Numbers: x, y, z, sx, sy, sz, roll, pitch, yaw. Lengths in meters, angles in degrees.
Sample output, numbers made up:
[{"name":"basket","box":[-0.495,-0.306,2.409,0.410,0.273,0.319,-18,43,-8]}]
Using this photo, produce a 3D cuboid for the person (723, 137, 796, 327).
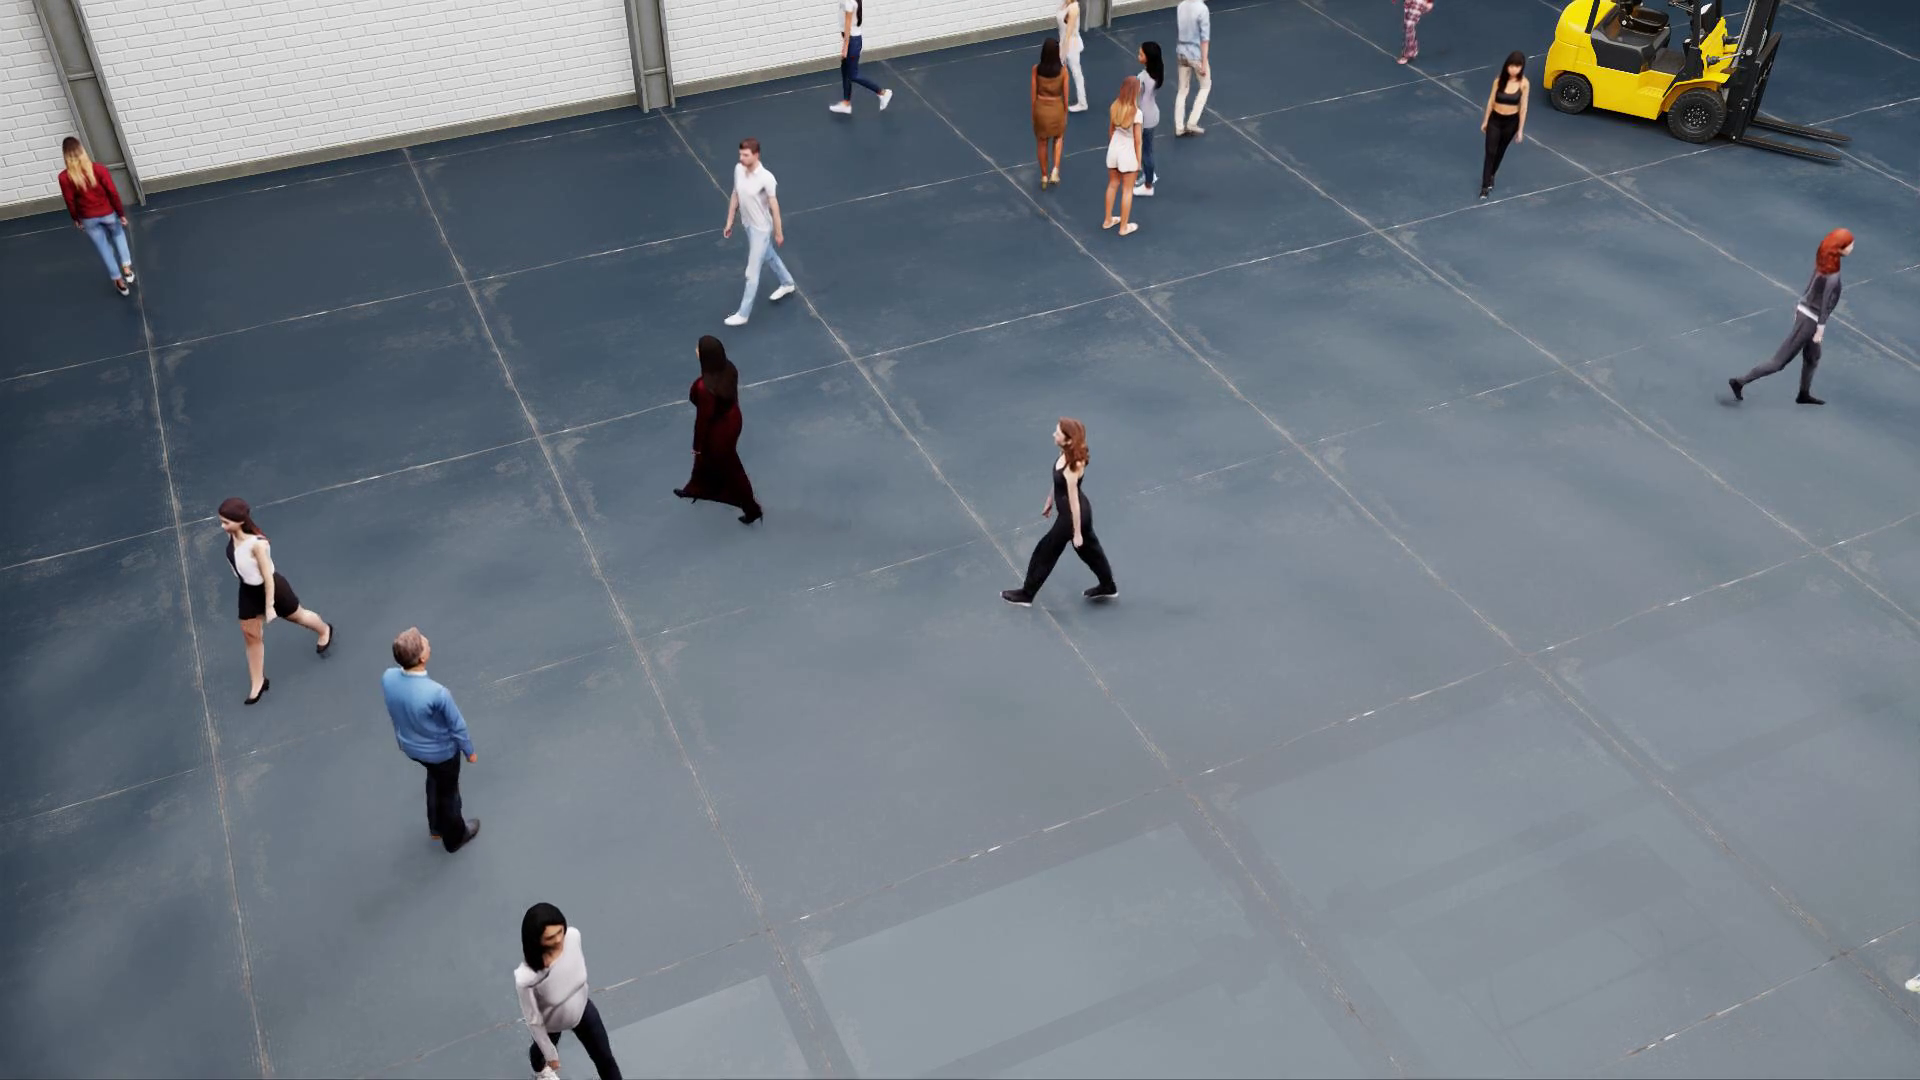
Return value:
[{"name":"person","box":[-1.864,-2.994,15.854,1.290,1.799,0.928,-31,48,-33]}]

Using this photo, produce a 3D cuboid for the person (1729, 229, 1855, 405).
[{"name":"person","box":[7.328,-1.904,14.528,1.188,1.751,1.011,6,39,8]}]

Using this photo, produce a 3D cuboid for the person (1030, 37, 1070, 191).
[{"name":"person","box":[0.946,-4.541,17.889,0.654,1.677,0.733,4,39,4]}]

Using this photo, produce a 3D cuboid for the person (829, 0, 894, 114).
[{"name":"person","box":[-1.167,-5.770,19.363,1.073,1.758,0.831,0,39,0]}]

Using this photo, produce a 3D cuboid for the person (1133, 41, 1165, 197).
[{"name":"person","box":[2.090,-4.479,17.773,0.740,1.724,0.719,3,39,3]}]

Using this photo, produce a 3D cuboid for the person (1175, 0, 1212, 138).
[{"name":"person","box":[2.558,-5.472,18.939,0.741,1.821,0.795,-23,44,-26]}]

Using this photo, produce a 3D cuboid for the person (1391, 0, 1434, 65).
[{"name":"person","box":[5.732,-6.795,20.698,0.687,1.694,0.707,-23,44,-26]}]

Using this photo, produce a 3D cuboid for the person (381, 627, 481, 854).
[{"name":"person","box":[-3.376,1.324,10.444,0.780,1.803,0.823,16,41,19]}]

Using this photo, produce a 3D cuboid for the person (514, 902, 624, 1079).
[{"name":"person","box":[-2.236,2.540,9.040,1.015,1.654,1.135,27,46,30]}]

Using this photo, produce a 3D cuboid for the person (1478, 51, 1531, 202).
[{"name":"person","box":[5.850,-4.502,17.893,1.031,1.611,1.053,10,40,13]}]

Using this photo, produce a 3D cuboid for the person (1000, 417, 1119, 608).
[{"name":"person","box":[0.924,-0.170,12.403,1.219,1.693,0.925,0,39,0]}]

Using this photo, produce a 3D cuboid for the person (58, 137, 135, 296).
[{"name":"person","box":[-8.343,-3.111,16.142,0.614,1.622,0.725,-24,44,-27]}]

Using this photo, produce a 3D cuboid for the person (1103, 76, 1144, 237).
[{"name":"person","box":[1.683,-3.970,17.162,0.639,1.692,0.640,-31,48,-33]}]

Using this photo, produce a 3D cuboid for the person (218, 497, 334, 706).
[{"name":"person","box":[-4.856,0.349,11.823,0.988,1.606,1.121,18,42,21]}]

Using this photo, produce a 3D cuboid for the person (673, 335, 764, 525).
[{"name":"person","box":[-1.812,-0.825,13.205,1.162,1.715,1.043,7,39,9]}]

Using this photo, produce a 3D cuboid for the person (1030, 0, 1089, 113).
[{"name":"person","box":[1.377,-5.780,19.469,0.997,1.640,0.757,-6,39,-7]}]
